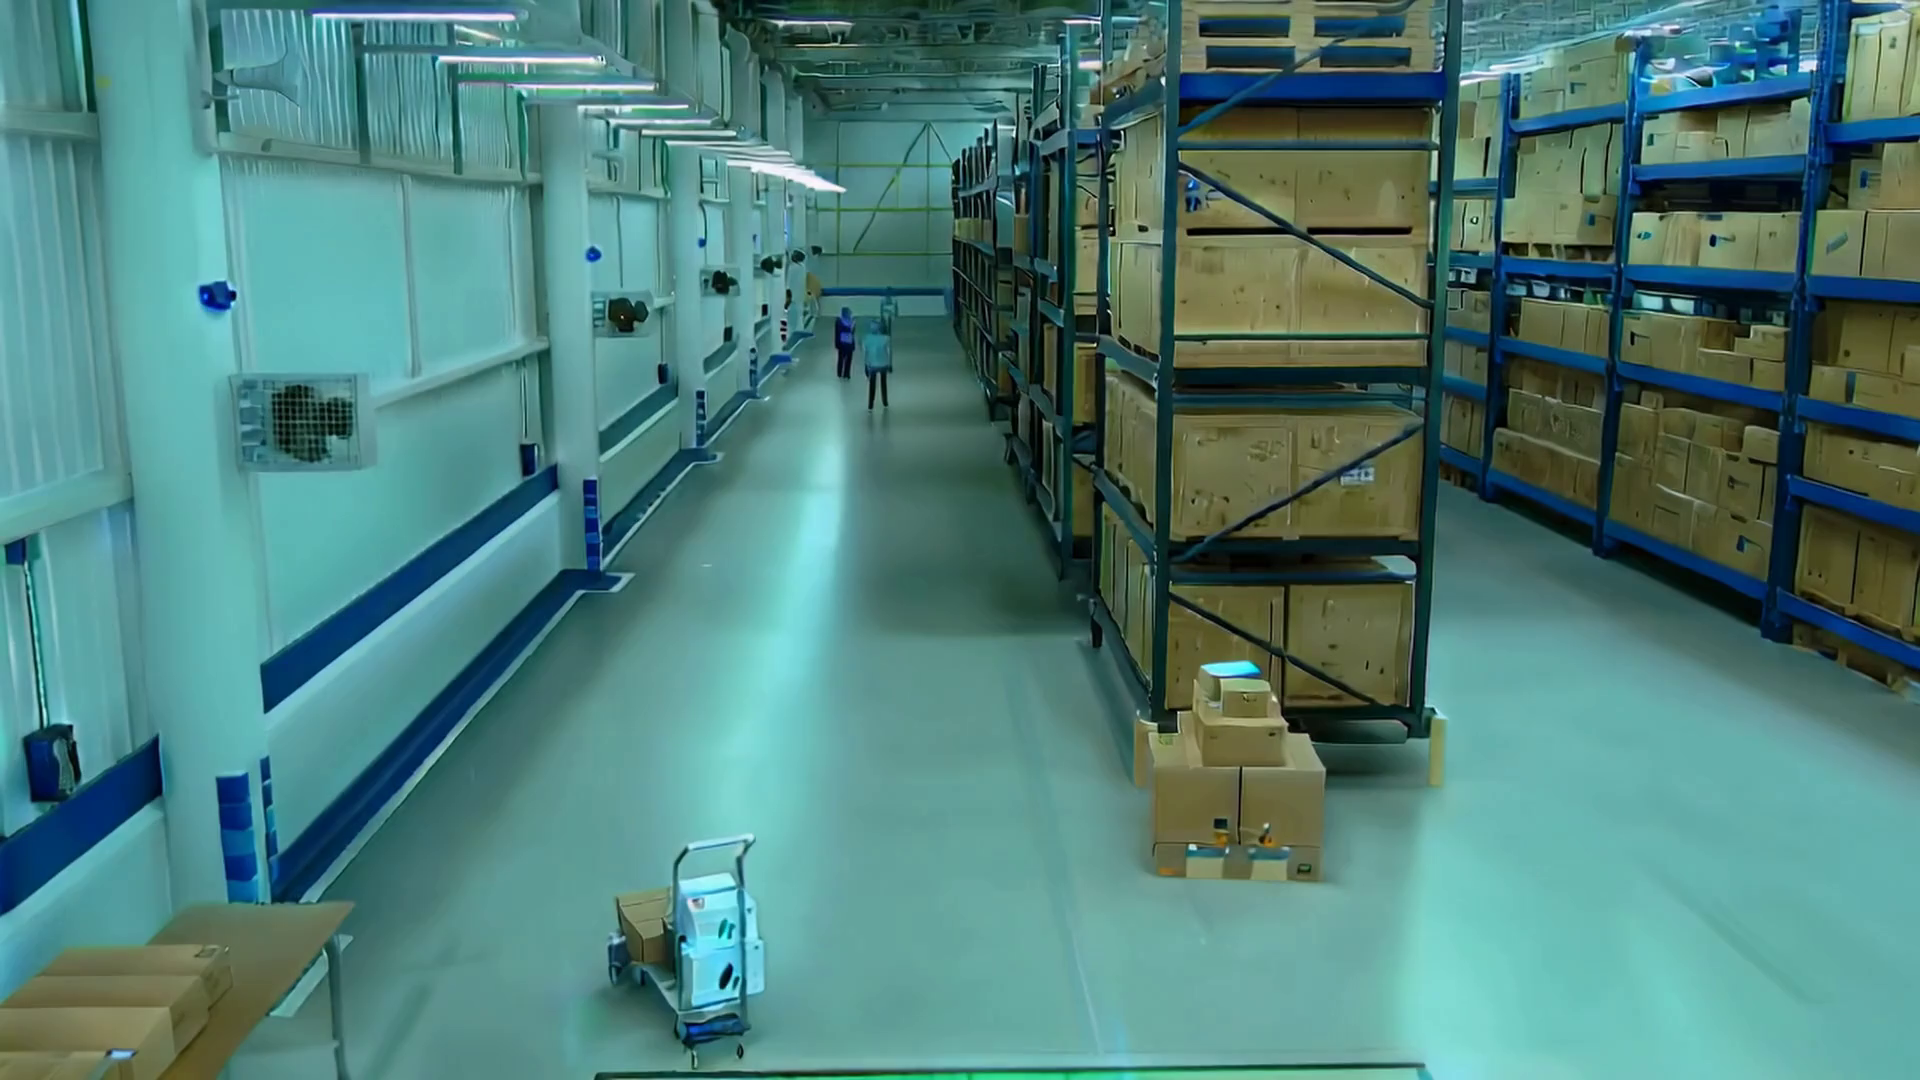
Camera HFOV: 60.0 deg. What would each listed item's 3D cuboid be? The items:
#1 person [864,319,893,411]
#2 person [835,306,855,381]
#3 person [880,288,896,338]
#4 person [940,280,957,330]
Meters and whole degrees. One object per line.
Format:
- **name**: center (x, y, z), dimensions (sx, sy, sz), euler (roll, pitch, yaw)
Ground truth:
- **person**: center (-1.747, -3.740, 35.648), dimensions (0.619, 1.986, 0.406), euler (-1, 11, -6)
- **person**: center (-2.954, -5.031, 42.573), dimensions (0.587, 1.909, 0.393), euler (-10, 15, -41)
- **person**: center (-2.399, -7.500, 55.612), dimensions (0.567, 1.833, 0.435), euler (2, 11, 8)
- **person**: center (-0.338, -8.821, 62.462), dimensions (0.964, 1.854, 0.657), euler (-3, 11, -14)
